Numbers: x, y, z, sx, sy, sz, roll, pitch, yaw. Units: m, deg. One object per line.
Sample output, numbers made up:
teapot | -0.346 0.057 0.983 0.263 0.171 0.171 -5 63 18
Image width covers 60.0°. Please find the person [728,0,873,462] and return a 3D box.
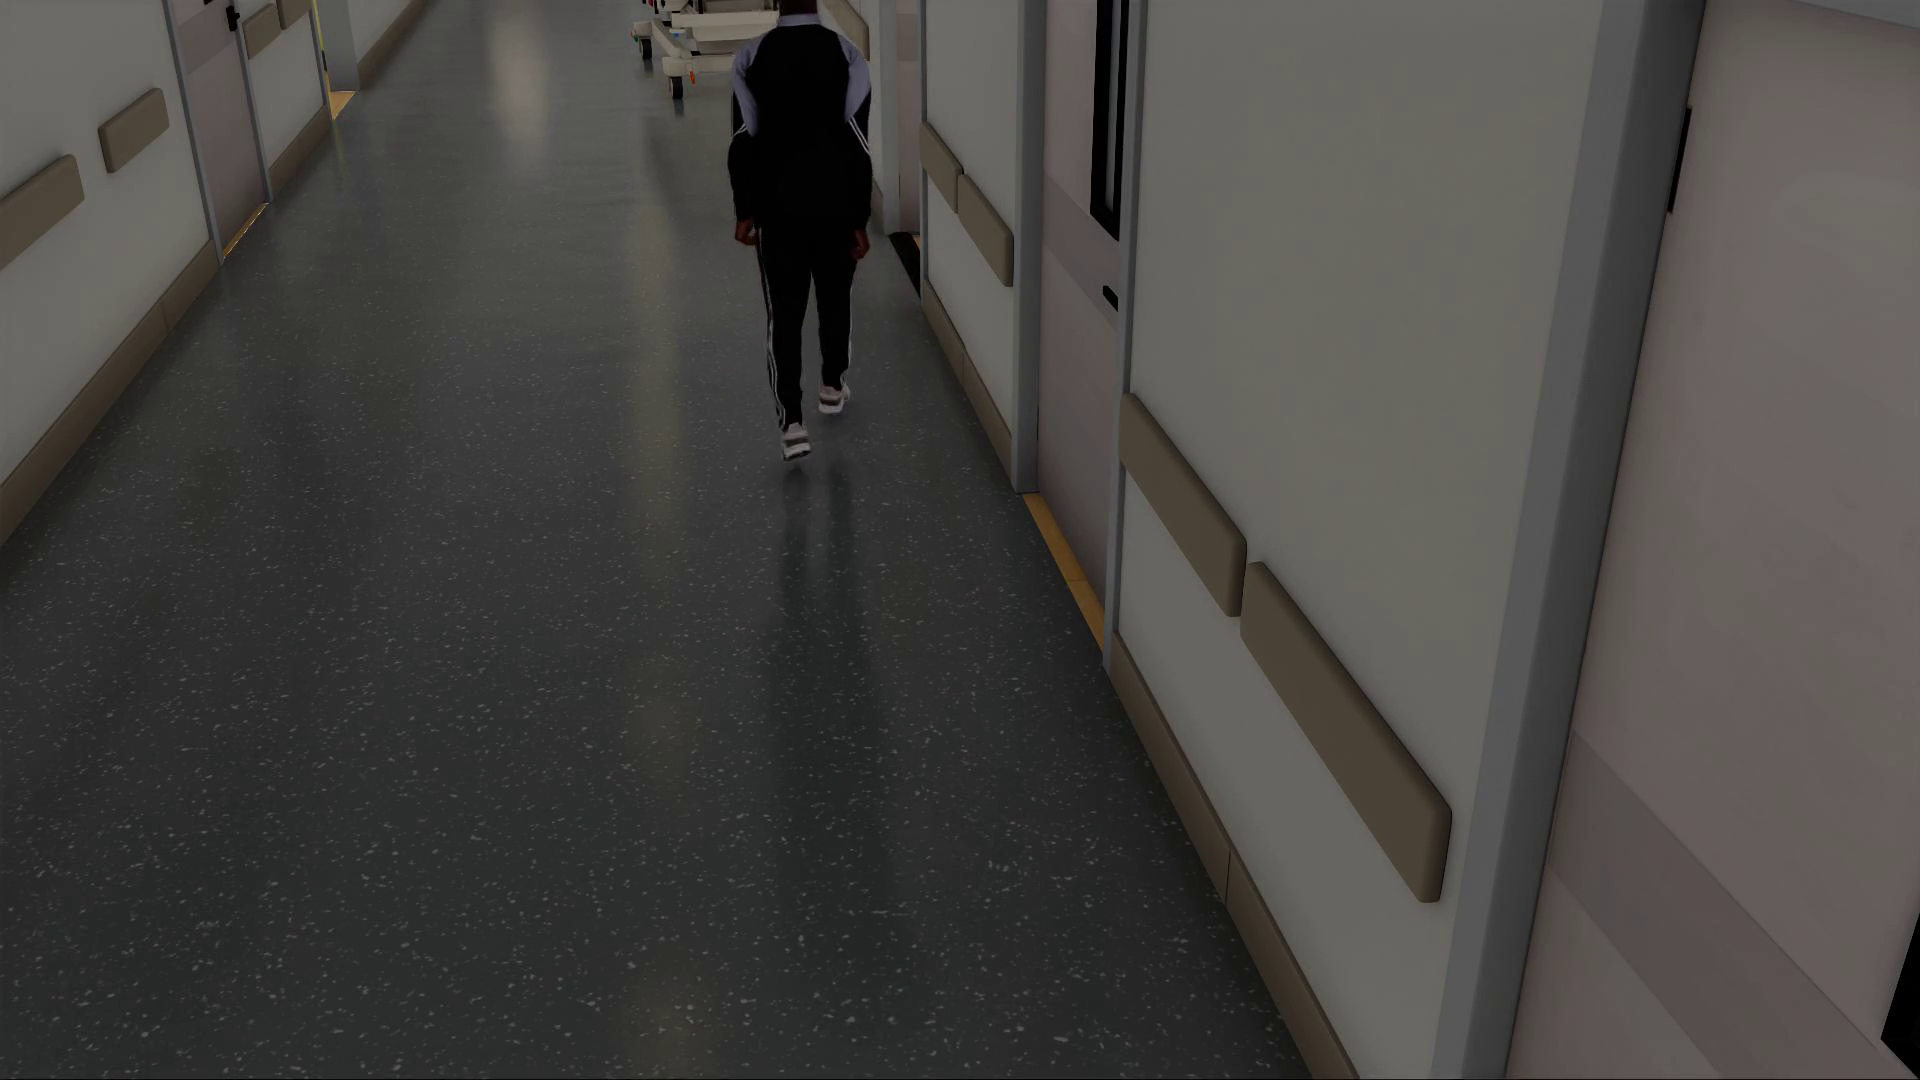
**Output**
person | -0.563 -1.155 5.978 1.139 1.799 0.843 -2 26 -4
